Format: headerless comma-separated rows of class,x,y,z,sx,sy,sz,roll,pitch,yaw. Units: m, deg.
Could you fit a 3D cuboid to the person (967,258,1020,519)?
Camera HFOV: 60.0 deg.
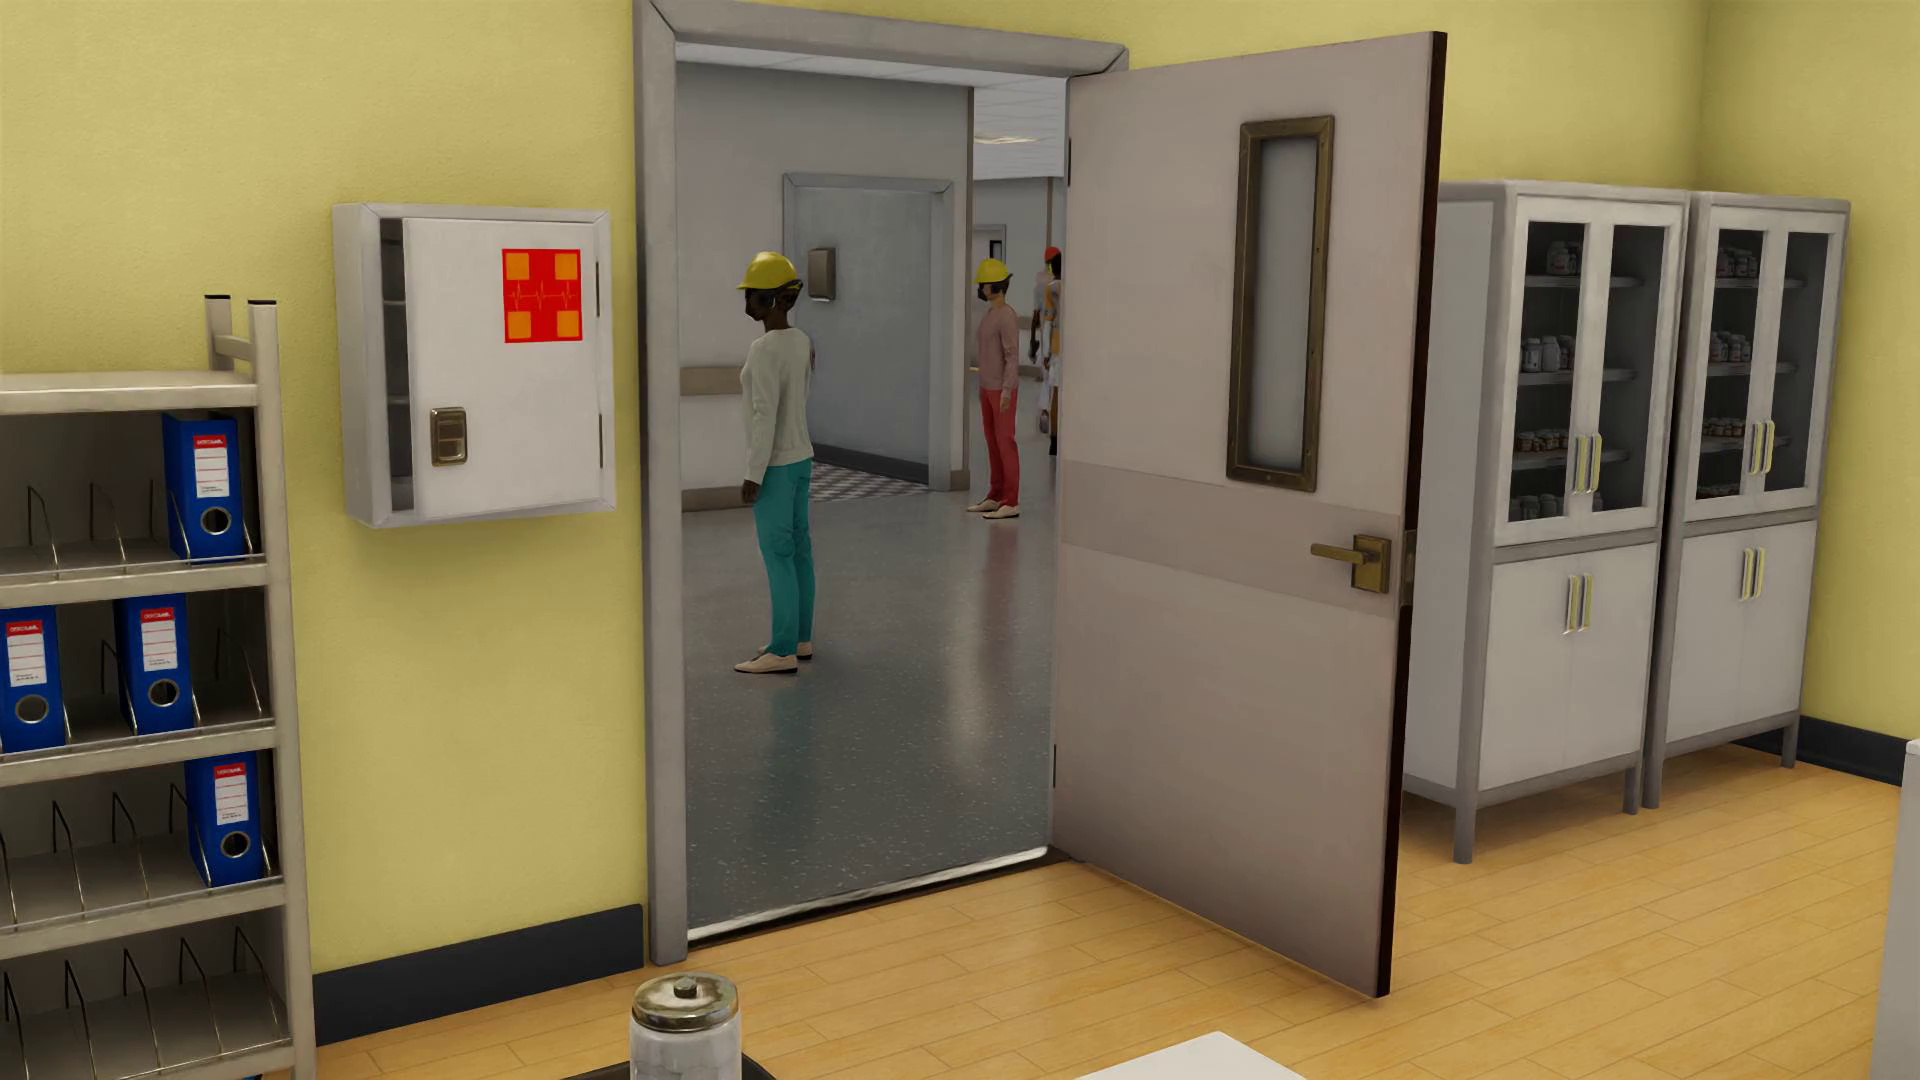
person,0.233,-1.026,11.339,0.327,1.765,0.529,-2,10,-17

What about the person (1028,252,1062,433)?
person,0.962,-1.939,16.593,0.557,1.848,0.442,3,10,15

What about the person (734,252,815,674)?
person,-0.788,-0.318,7.016,0.315,1.769,0.523,3,10,13

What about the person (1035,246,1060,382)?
person,1.340,-3.263,24.181,0.628,1.982,0.430,8,12,37
